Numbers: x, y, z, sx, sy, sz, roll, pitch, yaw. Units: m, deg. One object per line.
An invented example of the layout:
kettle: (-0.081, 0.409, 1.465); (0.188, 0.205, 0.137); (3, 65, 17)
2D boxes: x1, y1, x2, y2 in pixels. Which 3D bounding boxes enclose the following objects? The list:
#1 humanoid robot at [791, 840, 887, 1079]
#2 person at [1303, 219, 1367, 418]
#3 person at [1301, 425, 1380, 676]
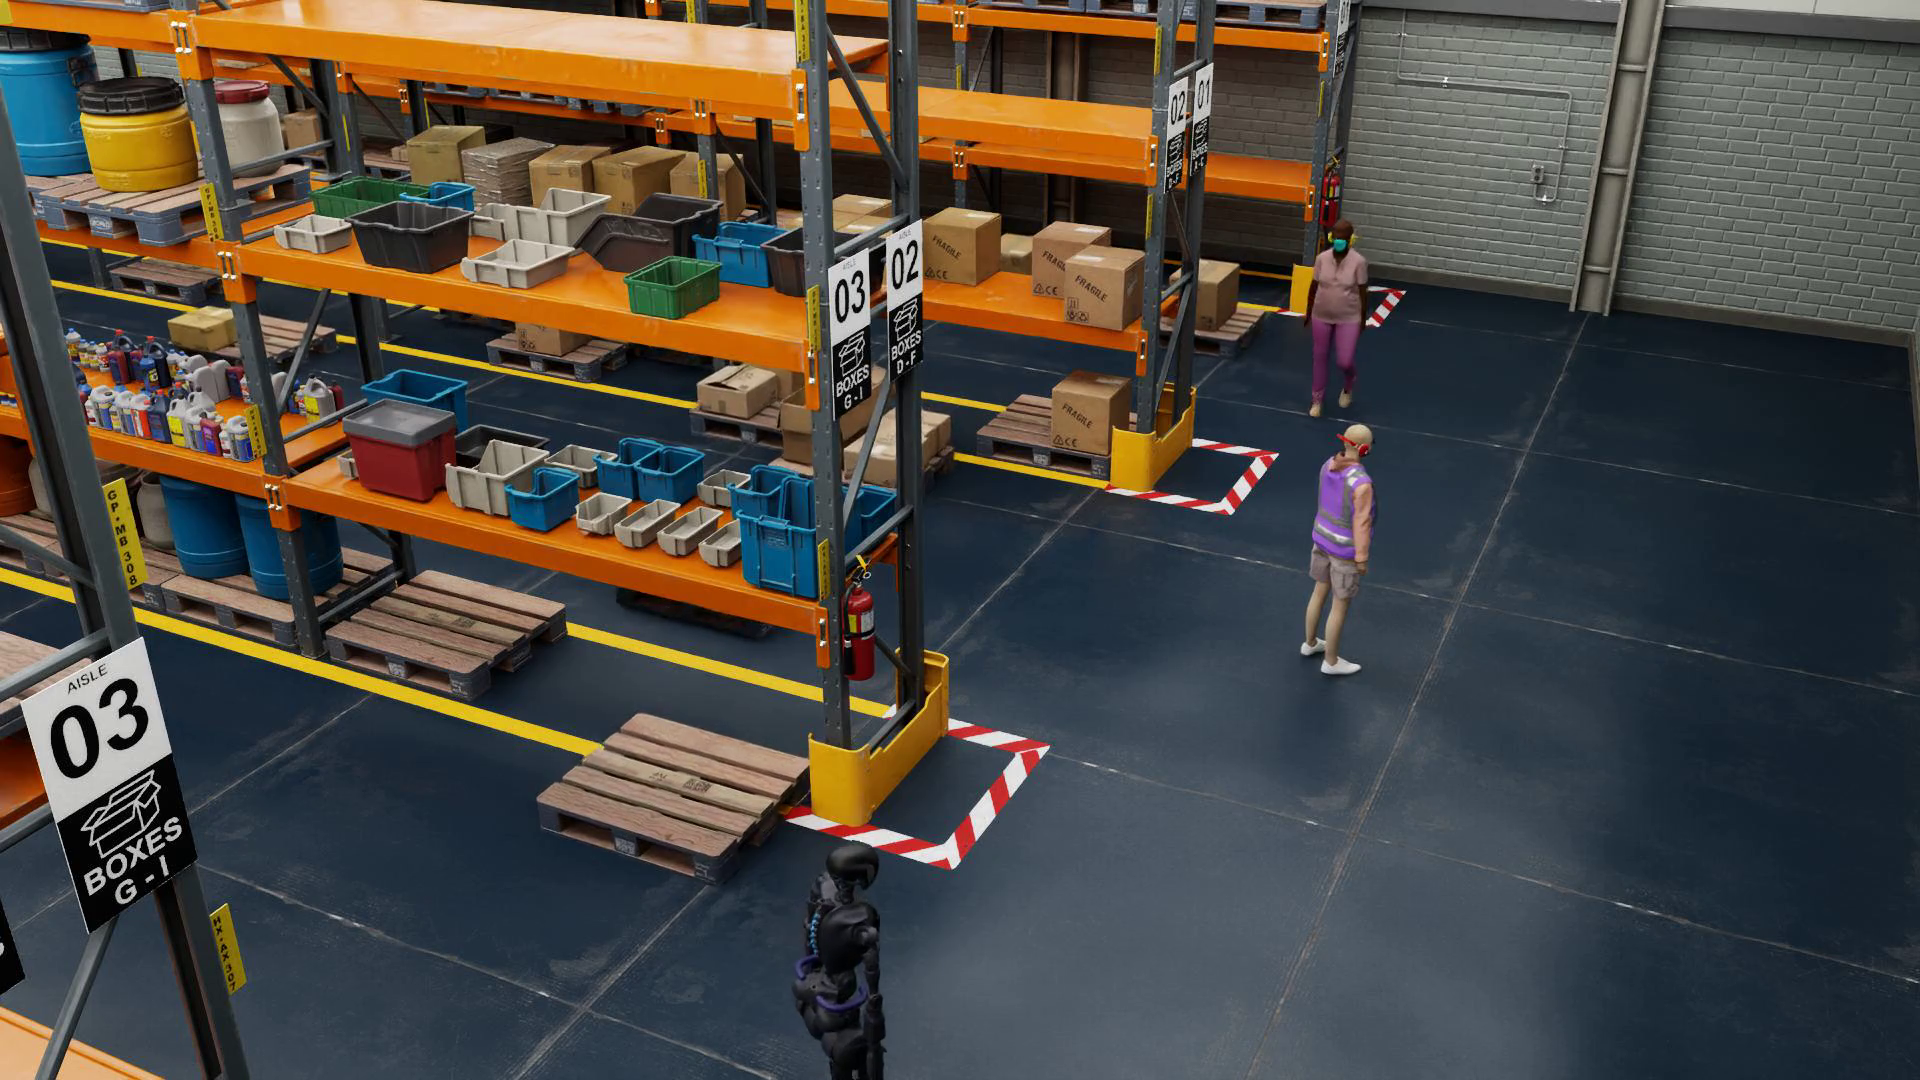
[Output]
humanoid robot: (-0.568, 1.935, 6.806); (0.500, 1.642, 0.610); (-16, 30, -29)
person: (3.262, -1.914, 14.463); (0.512, 1.792, 0.419); (13, 29, 25)
person: (2.422, 0.057, 10.591); (0.348, 1.688, 0.491); (-10, 28, -20)
